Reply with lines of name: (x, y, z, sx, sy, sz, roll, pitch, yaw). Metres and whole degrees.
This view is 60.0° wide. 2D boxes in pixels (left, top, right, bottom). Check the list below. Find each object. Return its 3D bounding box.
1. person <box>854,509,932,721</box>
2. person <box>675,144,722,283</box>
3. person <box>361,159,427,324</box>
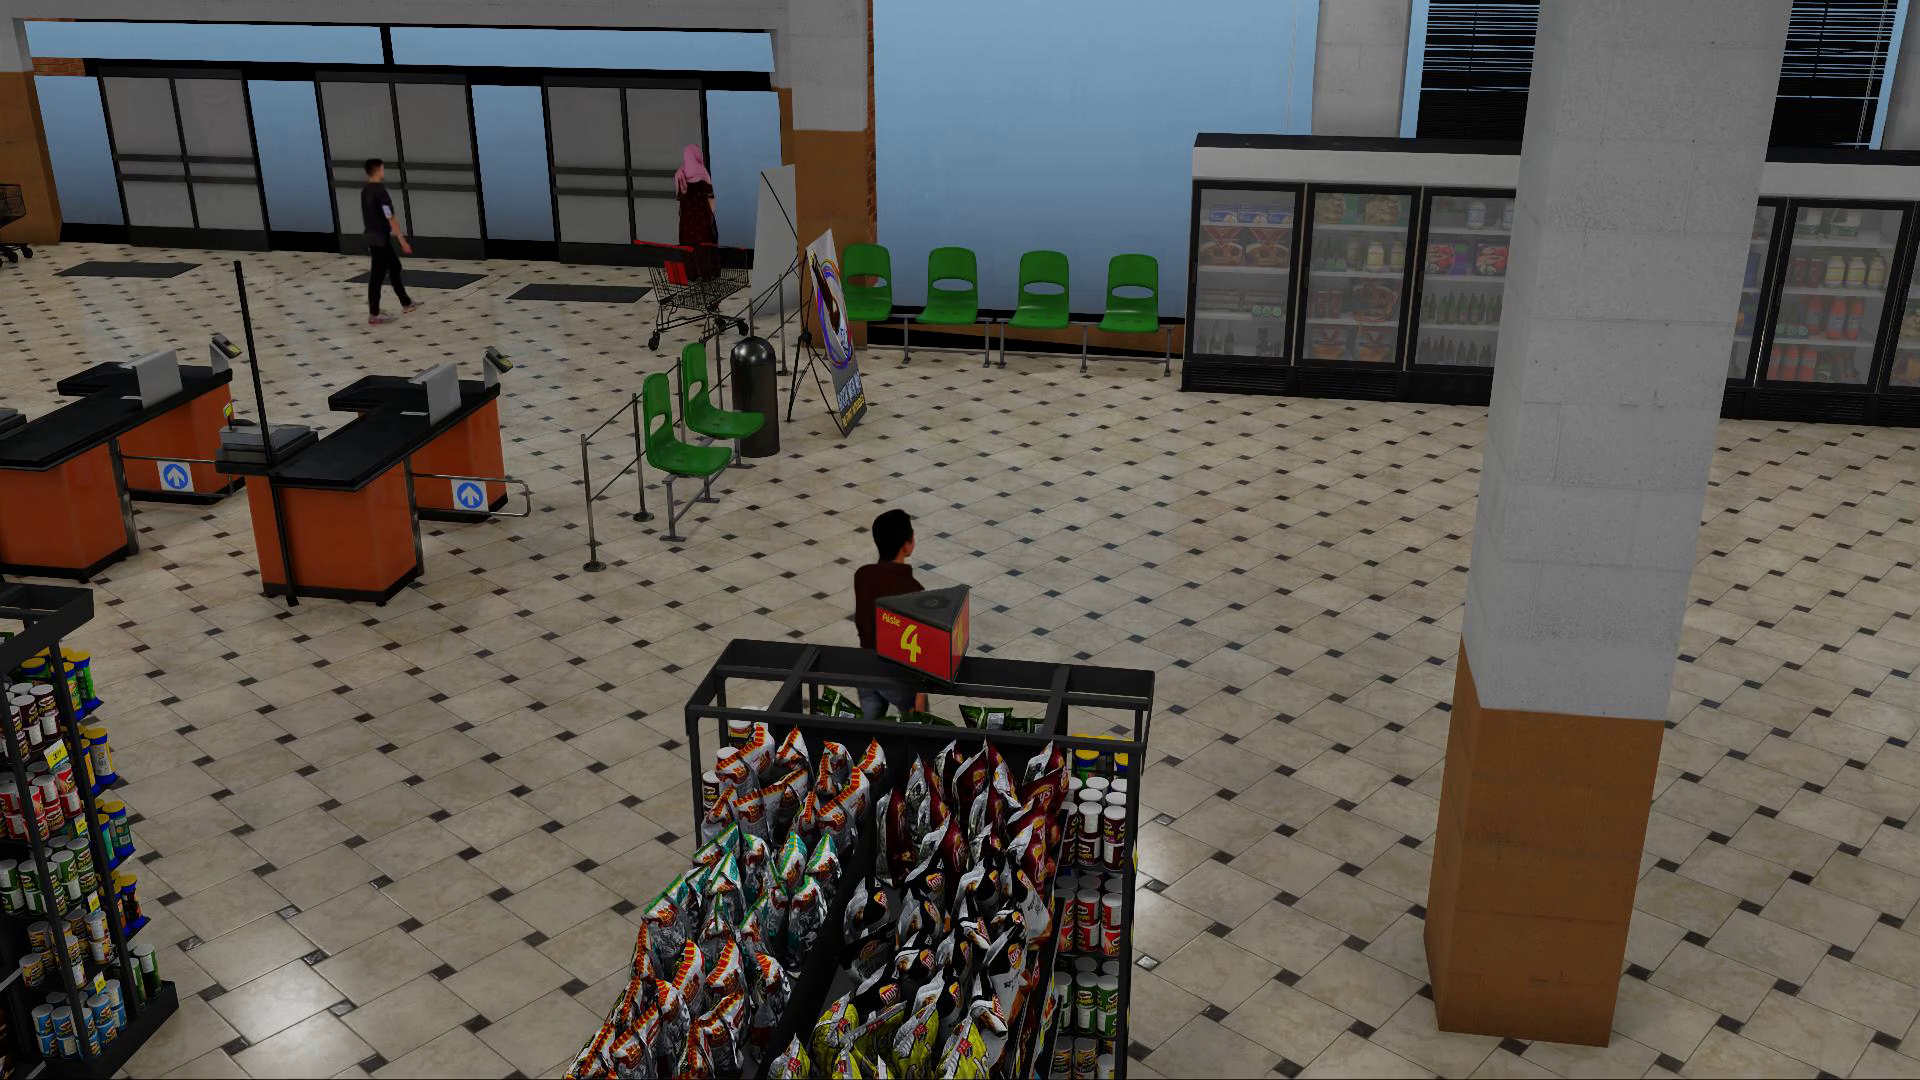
person: (-0.403, 0.735, 8.179, 0.959, 1.739, 1.179, 14, 26, 31)
person: (-3.149, -3.906, 19.863, 0.673, 1.639, 0.620, 6, 23, 14)
person: (-6.348, -3.199, 17.970, 1.040, 1.740, 0.981, -14, 26, -31)
